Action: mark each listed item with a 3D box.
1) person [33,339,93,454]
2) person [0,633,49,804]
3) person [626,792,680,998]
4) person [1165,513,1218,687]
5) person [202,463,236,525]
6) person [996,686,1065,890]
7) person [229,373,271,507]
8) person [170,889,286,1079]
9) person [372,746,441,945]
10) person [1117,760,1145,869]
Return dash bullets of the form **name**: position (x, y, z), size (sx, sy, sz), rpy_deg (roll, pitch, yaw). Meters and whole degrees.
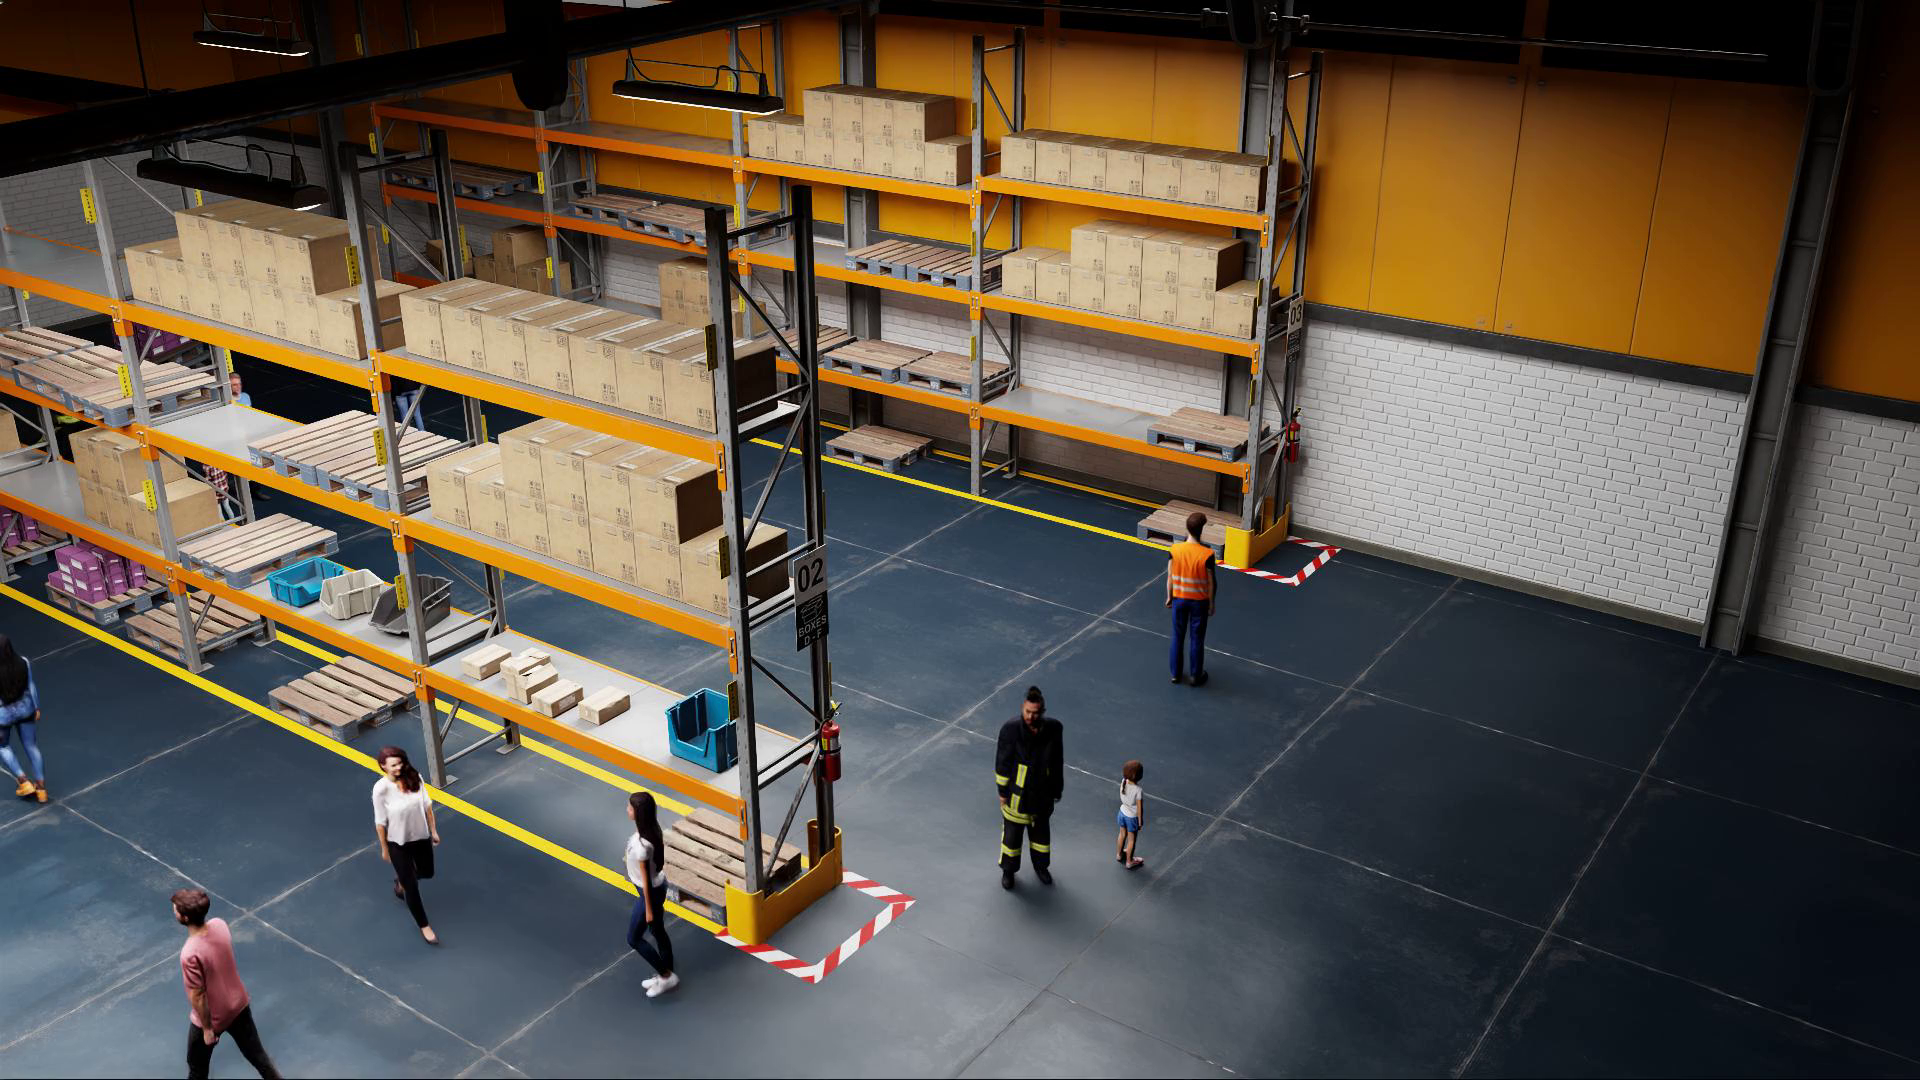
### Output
- **person**: position (-12.657, -1.967, 23.351), size (1.237, 1.804, 1.159), rpy_deg (-4, 24, -8)
- **person**: position (-8.582, 1.662, 15.179), size (0.622, 1.699, 0.642), rpy_deg (18, 29, 35)
- **person**: position (-2.264, 2.708, 12.707), size (0.759, 1.763, 0.717), rpy_deg (-1, 24, -2)
- **person**: position (2.400, 0.620, 17.336), size (0.645, 1.880, 0.806), rpy_deg (9, 25, 20)
- **person**: position (-9.353, -0.642, 20.942), size (0.589, 1.305, 0.590), rpy_deg (8, 25, 17)
- **person**: position (0.590, 2.057, 14.065), size (0.869, 1.868, 0.933), rpy_deg (-3, 24, -8)
- **person**: position (-9.460, -1.344, 21.913), size (0.619, 1.812, 0.698), rpy_deg (10, 26, 22)
- **person**: position (-4.946, 3.235, 11.326), size (1.299, 1.903, 1.002), rpy_deg (4, 24, 9)
- **person**: position (-4.485, 2.404, 13.386), size (0.997, 1.776, 0.689), rpy_deg (21, 31, 39)
- **person**: position (1.475, 2.362, 14.427), size (0.526, 1.019, 0.431), rpy_deg (-14, 27, -29)
